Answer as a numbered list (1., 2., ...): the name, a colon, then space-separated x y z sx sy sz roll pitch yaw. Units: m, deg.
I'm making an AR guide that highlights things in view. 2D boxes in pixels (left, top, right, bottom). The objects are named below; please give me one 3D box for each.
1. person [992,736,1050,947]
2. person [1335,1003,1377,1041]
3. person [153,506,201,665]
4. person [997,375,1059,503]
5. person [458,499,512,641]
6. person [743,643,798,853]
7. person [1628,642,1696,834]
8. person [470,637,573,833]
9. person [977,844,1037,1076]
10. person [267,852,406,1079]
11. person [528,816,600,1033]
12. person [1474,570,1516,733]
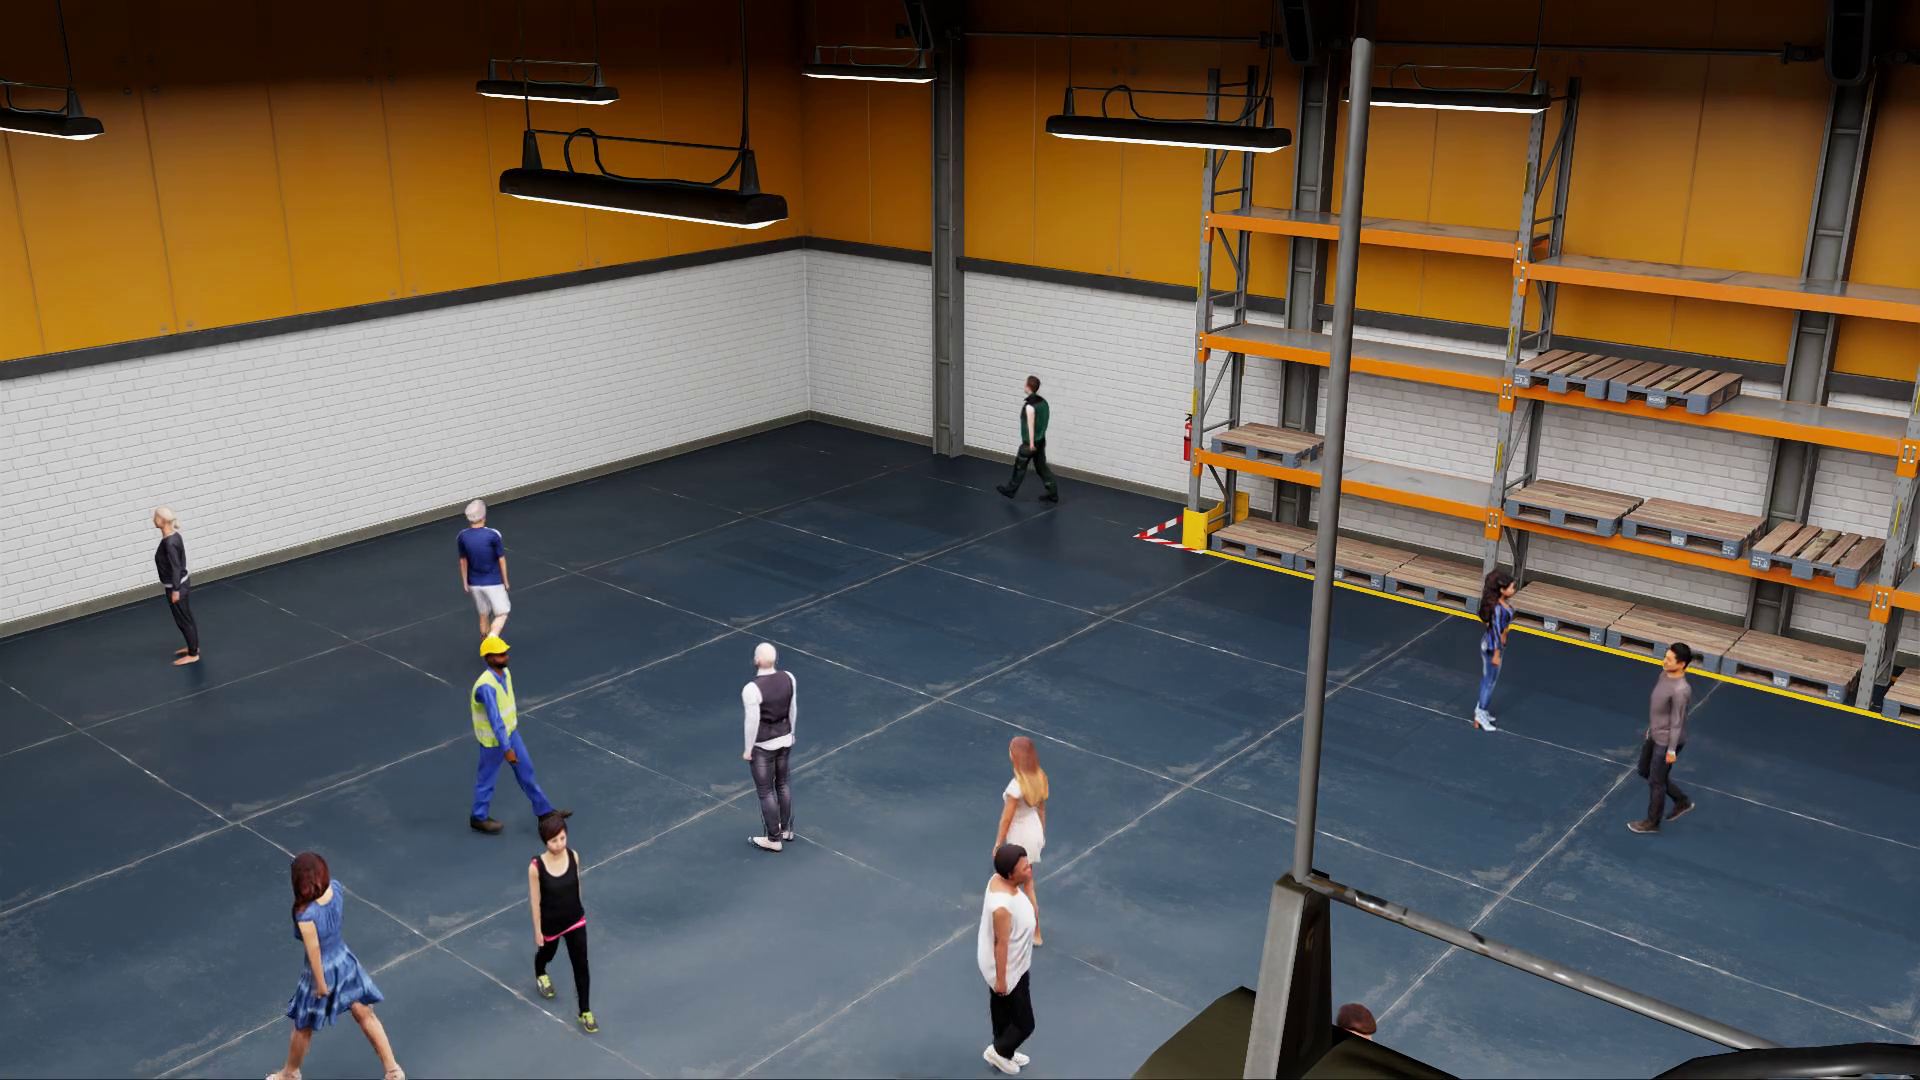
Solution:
1. person: 0.548 2.287 12.488 0.725 1.681 0.624 11 22 30
2. person: 2.058 3.328 9.137 0.735 1.846 0.682 -12 22 -31
3. person: -8.403 0.459 17.846 0.751 1.726 0.625 -7 20 -20
4. person: 1.089 -1.357 23.135 1.198 1.792 0.804 11 21 29
5. person: -5.044 0.480 17.624 0.988 1.828 0.990 2 19 6
6. person: -1.588 1.724 13.940 0.635 1.821 0.686 15 24 37
7. person: 6.077 1.695 14.125 0.855 1.758 0.928 13 22 33
8. person: -3.996 1.687 14.126 1.229 1.772 0.997 4 19 13
9. person: 0.258 2.784 11.015 0.830 1.678 0.780 0 19 -1
10. person: -3.970 2.855 10.695 1.248 1.749 1.008 4 19 11
11. person: -2.858 2.640 11.693 0.729 1.519 1.091 -13 22 -33
12. person: 5.196 1.067 16.206 0.662 1.619 0.675 7 20 19
